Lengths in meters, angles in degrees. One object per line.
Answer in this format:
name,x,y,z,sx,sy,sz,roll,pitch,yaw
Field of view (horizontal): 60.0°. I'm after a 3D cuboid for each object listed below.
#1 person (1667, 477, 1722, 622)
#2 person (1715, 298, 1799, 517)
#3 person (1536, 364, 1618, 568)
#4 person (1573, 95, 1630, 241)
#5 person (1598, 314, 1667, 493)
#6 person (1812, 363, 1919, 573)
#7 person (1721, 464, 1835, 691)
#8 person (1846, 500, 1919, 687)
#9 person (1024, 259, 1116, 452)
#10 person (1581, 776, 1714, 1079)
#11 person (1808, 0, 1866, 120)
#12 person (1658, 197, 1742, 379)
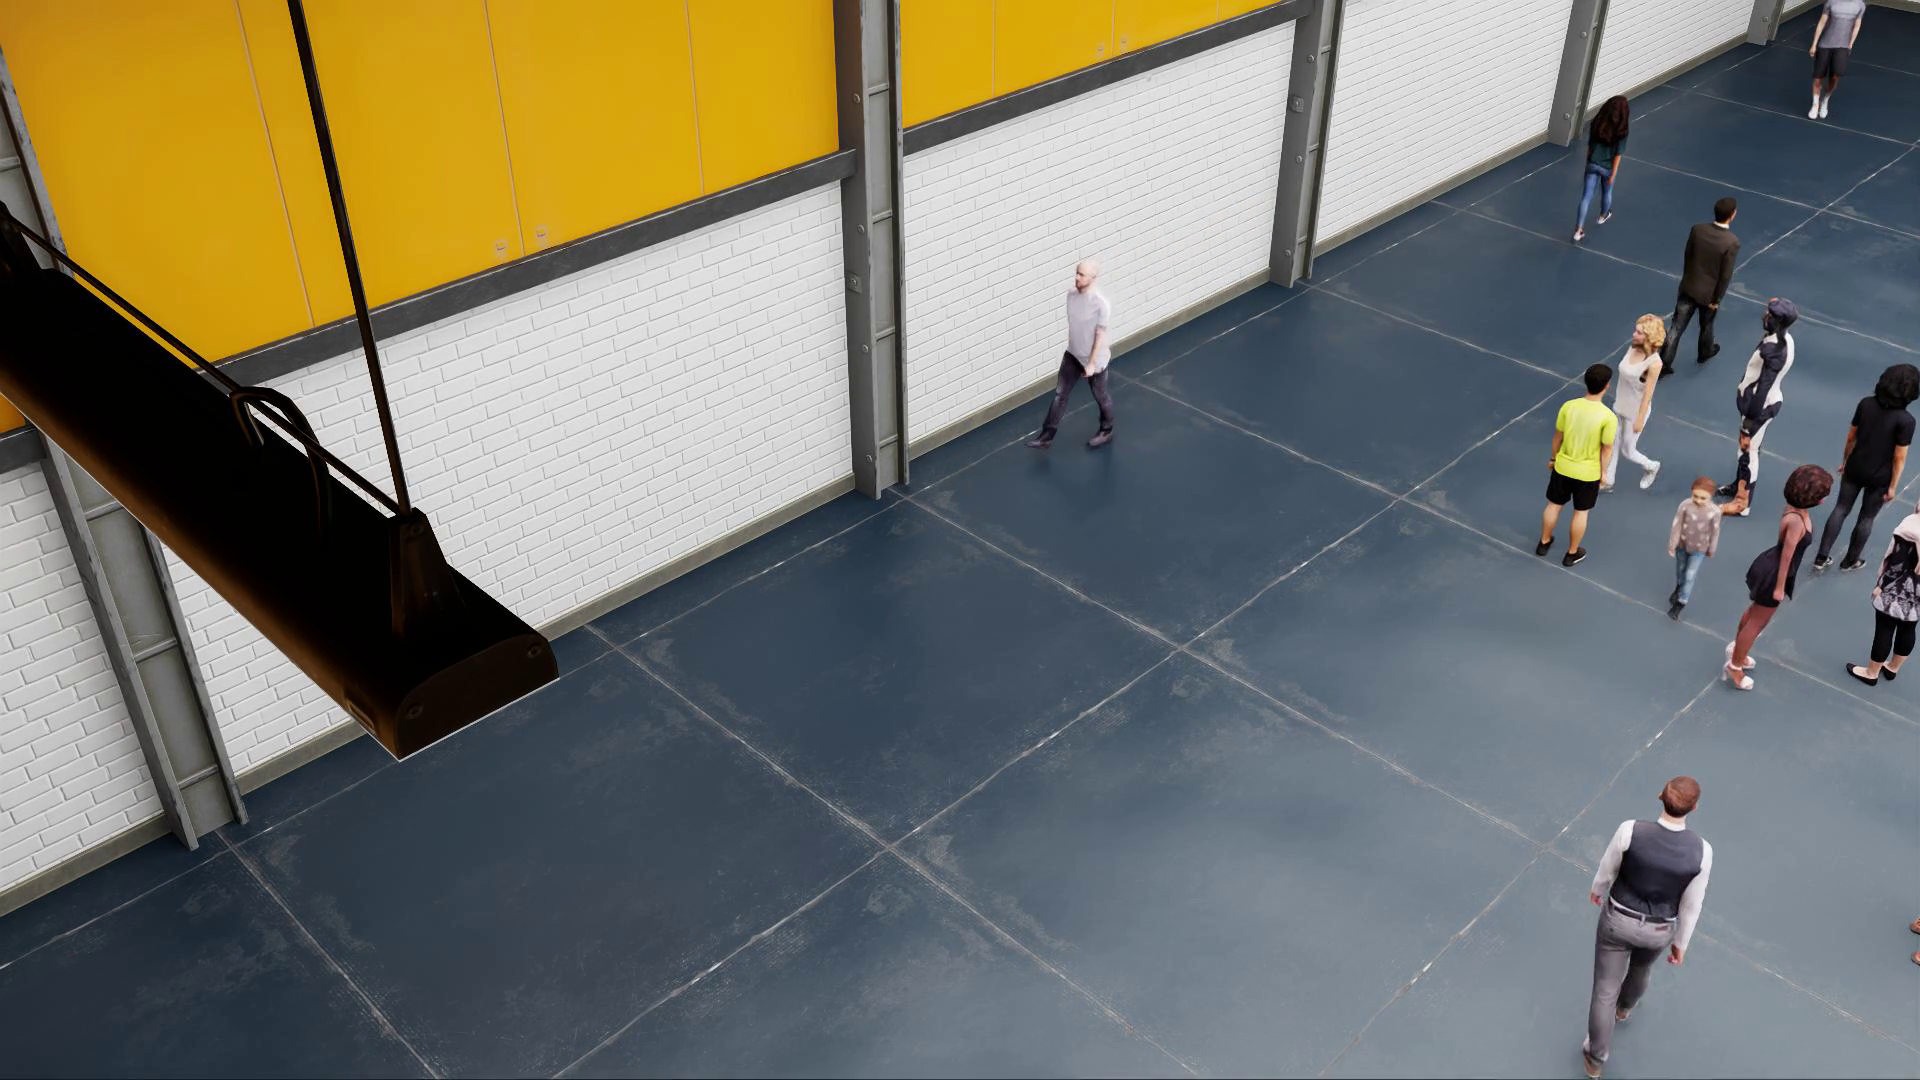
person,5.579,0.008,12.656,0.547,1.165,0.823,21,39,28
person,6.566,-1.096,13.661,0.806,1.889,0.660,14,36,20
person,4.859,-0.587,13.060,0.626,1.708,0.542,26,41,33
person,7.078,-4.097,18.467,0.730,1.569,1.137,21,39,28
person,5.685,-1.100,13.877,0.953,1.659,0.844,-6,34,-10
person,7.013,-0.541,12.873,0.723,1.838,0.700,-20,39,-27
person,5.727,0.258,11.722,0.698,1.782,0.605,14,36,19
person,6.708,0.321,11.757,0.713,1.638,0.802,-9,35,-13
person,1.187,-1.602,14.512,1.151,1.791,0.718,-25,41,-33
person,3.596,2.105,8.825,0.936,1.913,1.122,10,35,15
person,11.443,-6.482,21.793,0.755,1.858,0.770,15,37,22
person,6.908,-2.330,15.637,1.126,1.759,0.711,-27,42,-34
